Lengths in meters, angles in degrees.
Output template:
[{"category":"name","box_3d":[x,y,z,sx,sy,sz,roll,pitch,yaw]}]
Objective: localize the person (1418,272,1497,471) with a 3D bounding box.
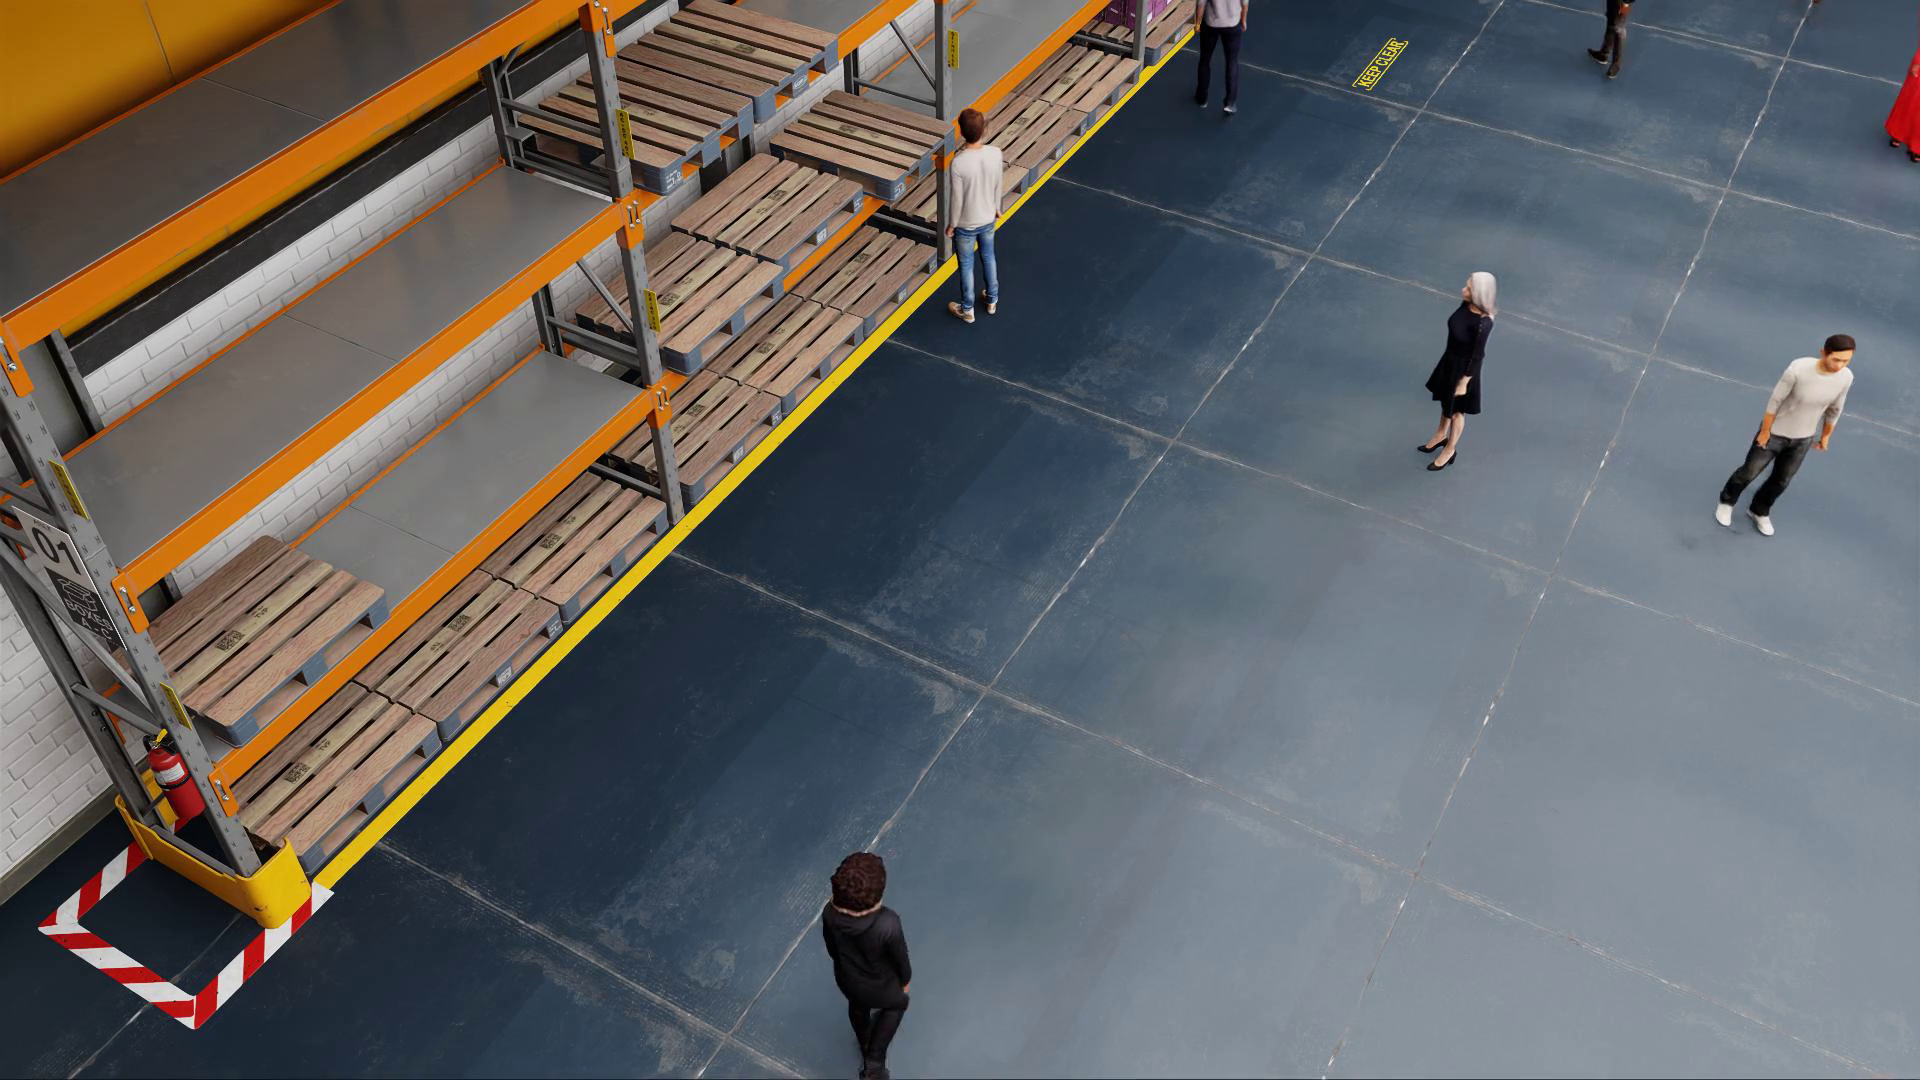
[{"category":"person","box_3d":[3.704,-1.255,12.359,0.764,1.746,0.679,-4,44,-4]}]

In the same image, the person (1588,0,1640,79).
[{"category":"person","box_3d":[6.769,-5.651,16.952,0.897,1.778,0.786,3,44,3]}]

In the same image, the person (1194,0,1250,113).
[{"category":"person","box_3d":[2.566,-5.074,16.291,0.824,1.853,0.865,2,44,2]}]

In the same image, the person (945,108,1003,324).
[{"category":"person","box_3d":[0.121,-2.660,13.722,0.686,1.902,0.816,-22,48,-22]}]

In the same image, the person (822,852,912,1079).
[{"category":"person","box_3d":[-0.490,2.291,8.623,0.700,1.766,0.830,15,46,15]}]

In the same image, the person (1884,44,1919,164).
[{"category":"person","box_3d":[9.226,-4.537,15.790,0.723,1.767,0.914,13,45,13]}]

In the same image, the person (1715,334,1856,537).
[{"category":"person","box_3d":[5.882,-0.792,11.840,0.795,1.792,0.802,2,44,2]}]
